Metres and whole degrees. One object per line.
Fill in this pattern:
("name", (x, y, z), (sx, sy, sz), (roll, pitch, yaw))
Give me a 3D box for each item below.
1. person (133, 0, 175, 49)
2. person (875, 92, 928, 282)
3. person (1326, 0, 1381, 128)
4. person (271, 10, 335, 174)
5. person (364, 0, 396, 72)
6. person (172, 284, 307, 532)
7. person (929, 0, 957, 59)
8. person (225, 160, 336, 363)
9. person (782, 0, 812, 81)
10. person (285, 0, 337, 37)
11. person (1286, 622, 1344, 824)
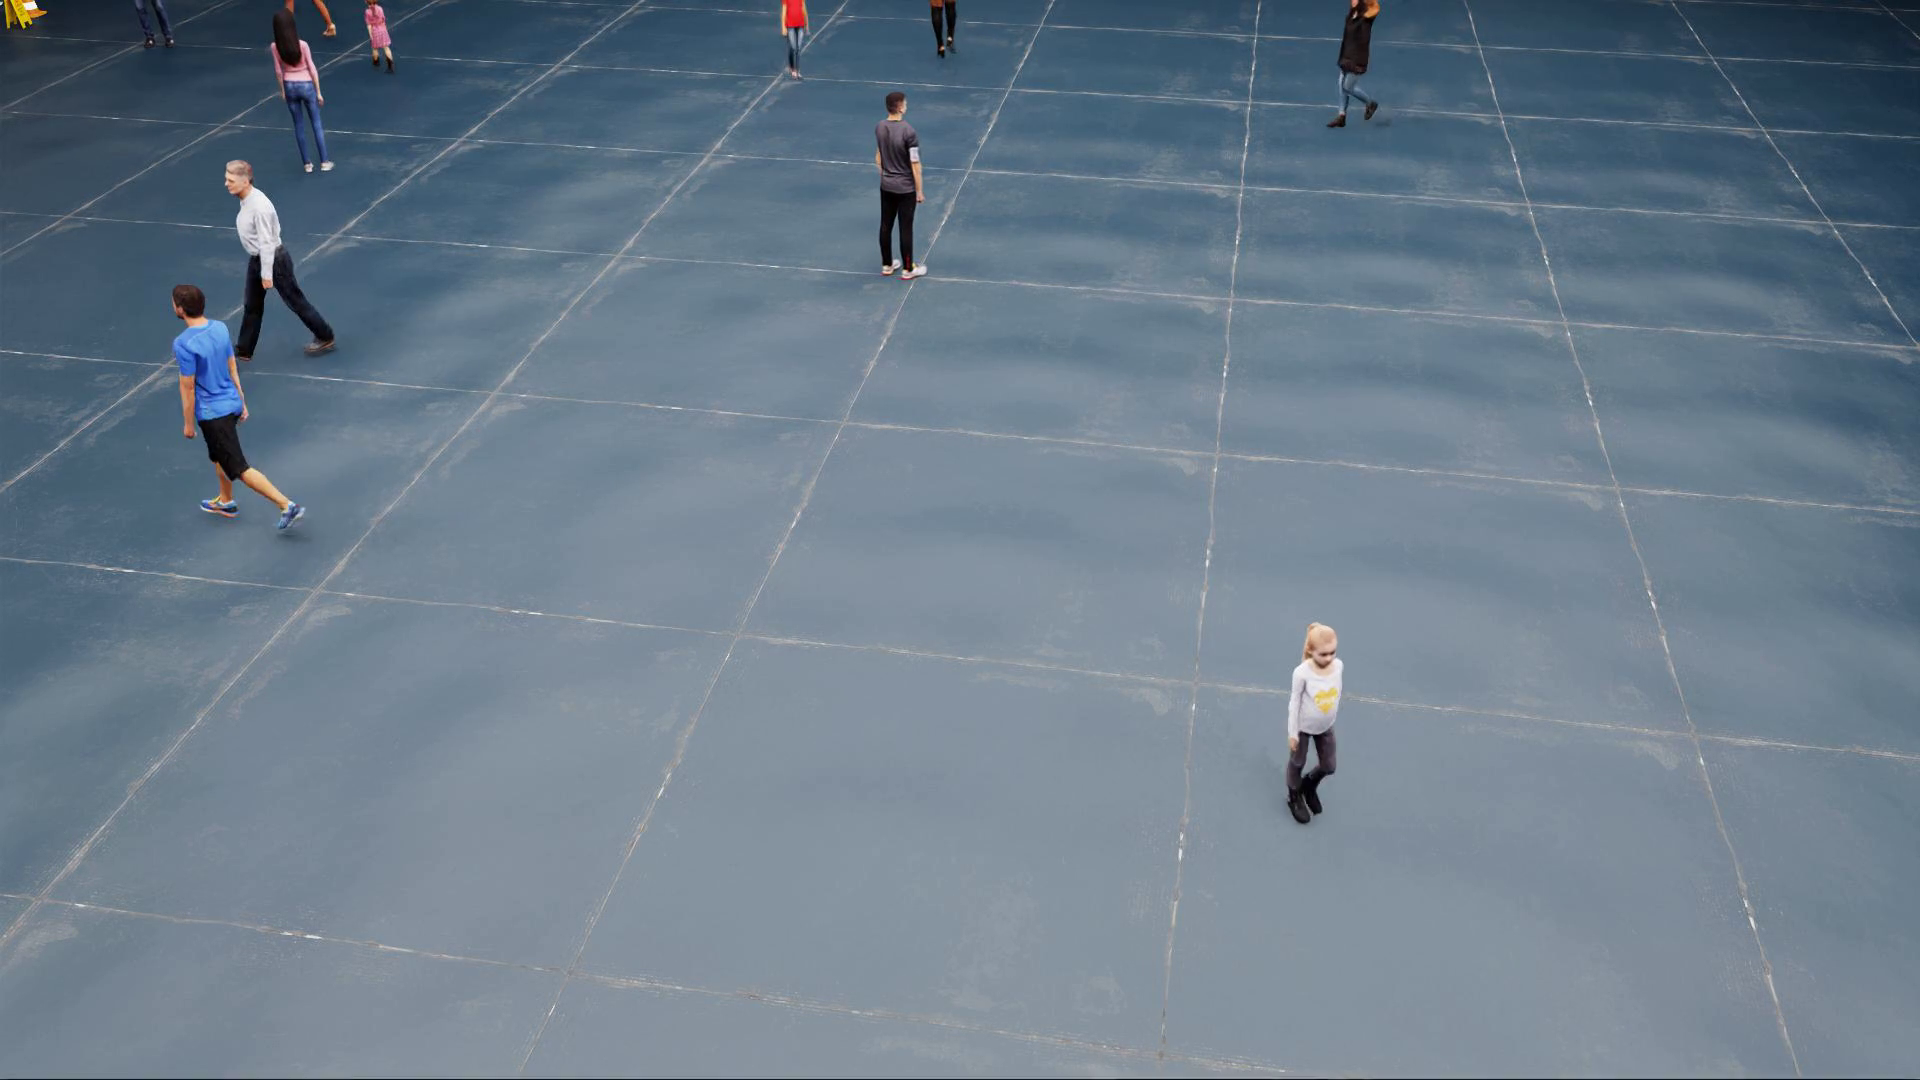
("person", (-10.927, -7.521, 22.114), (0.645, 1.866, 0.774), (-9, 33, -14))
("person", (-0.584, -3.304, 15.524), (0.630, 1.764, 0.771), (20, 38, 29))
("person", (4.616, -5.586, 19.277), (0.947, 1.621, 0.816), (-8, 33, -13))
("person", (-7.155, -4.862, 18.015), (0.553, 1.742, 0.687), (-5, 33, -7))
("person", (-7.446, -6.525, 21.333), (0.699, 1.015, 0.781), (-23, 39, -32))
("person", (-5.085, -0.862, 11.589), (1.219, 1.834, 0.668), (7, 33, 11))
("person", (-0.228, -7.212, 21.661), (0.948, 1.827, 0.867), (-4, 32, -6))
("person", (-5.715, -2.334, 13.993), (1.221, 1.758, 1.199), (-22, 38, -31))
("person", (-2.123, -6.509, 21.036), (0.595, 1.305, 0.658), (-18, 37, -26))
("person", (-8.808, -7.548, 22.373), (1.089, 1.635, 0.644), (3, 32, 4))
("person", (1.914, 0.980, 9.196), (0.561, 1.270, 0.639), (-9, 33, -14))
